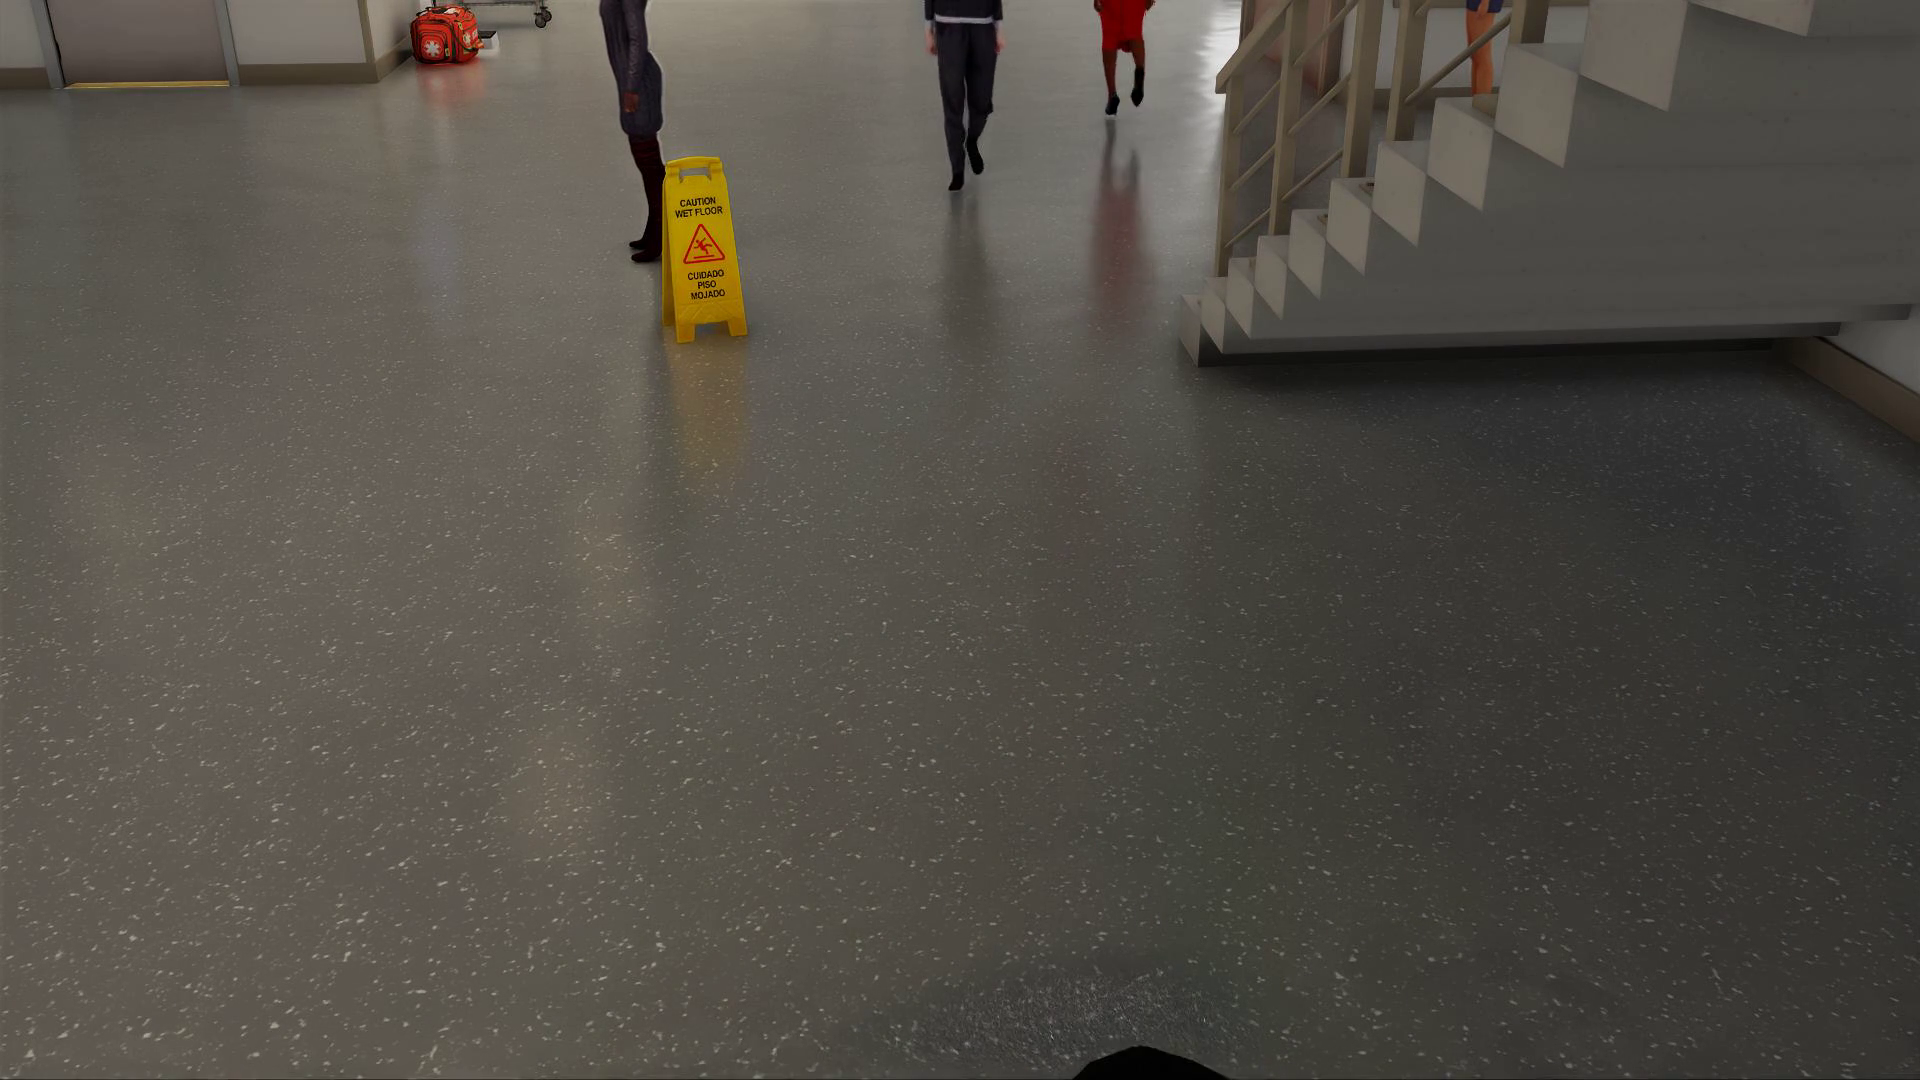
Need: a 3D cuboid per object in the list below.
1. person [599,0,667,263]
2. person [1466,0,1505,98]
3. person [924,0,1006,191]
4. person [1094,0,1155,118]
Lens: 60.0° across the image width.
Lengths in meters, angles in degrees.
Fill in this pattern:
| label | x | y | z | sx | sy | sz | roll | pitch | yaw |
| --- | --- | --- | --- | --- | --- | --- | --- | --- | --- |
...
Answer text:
| label | x | y | z | sx | sy | sz | roll | pitch | yaw |
| --- | --- | --- | --- | --- | --- | --- | --- | --- | --- |
| person | -1.614 | -2.268 | 8.335 | 0.664 | 1.710 | 0.465 | -4 | 26 | -9 |
| person | 3.548 | -3.688 | 11.253 | 0.693 | 1.733 | 0.532 | 4 | 26 | 9 |
| person | 0.022 | -2.943 | 9.669 | 0.621 | 1.768 | 0.621 | -1 | 26 | -3 |
| person | 1.117 | -3.719 | 11.330 | 0.569 | 1.722 | 0.868 | -2 | 26 | -4 |
